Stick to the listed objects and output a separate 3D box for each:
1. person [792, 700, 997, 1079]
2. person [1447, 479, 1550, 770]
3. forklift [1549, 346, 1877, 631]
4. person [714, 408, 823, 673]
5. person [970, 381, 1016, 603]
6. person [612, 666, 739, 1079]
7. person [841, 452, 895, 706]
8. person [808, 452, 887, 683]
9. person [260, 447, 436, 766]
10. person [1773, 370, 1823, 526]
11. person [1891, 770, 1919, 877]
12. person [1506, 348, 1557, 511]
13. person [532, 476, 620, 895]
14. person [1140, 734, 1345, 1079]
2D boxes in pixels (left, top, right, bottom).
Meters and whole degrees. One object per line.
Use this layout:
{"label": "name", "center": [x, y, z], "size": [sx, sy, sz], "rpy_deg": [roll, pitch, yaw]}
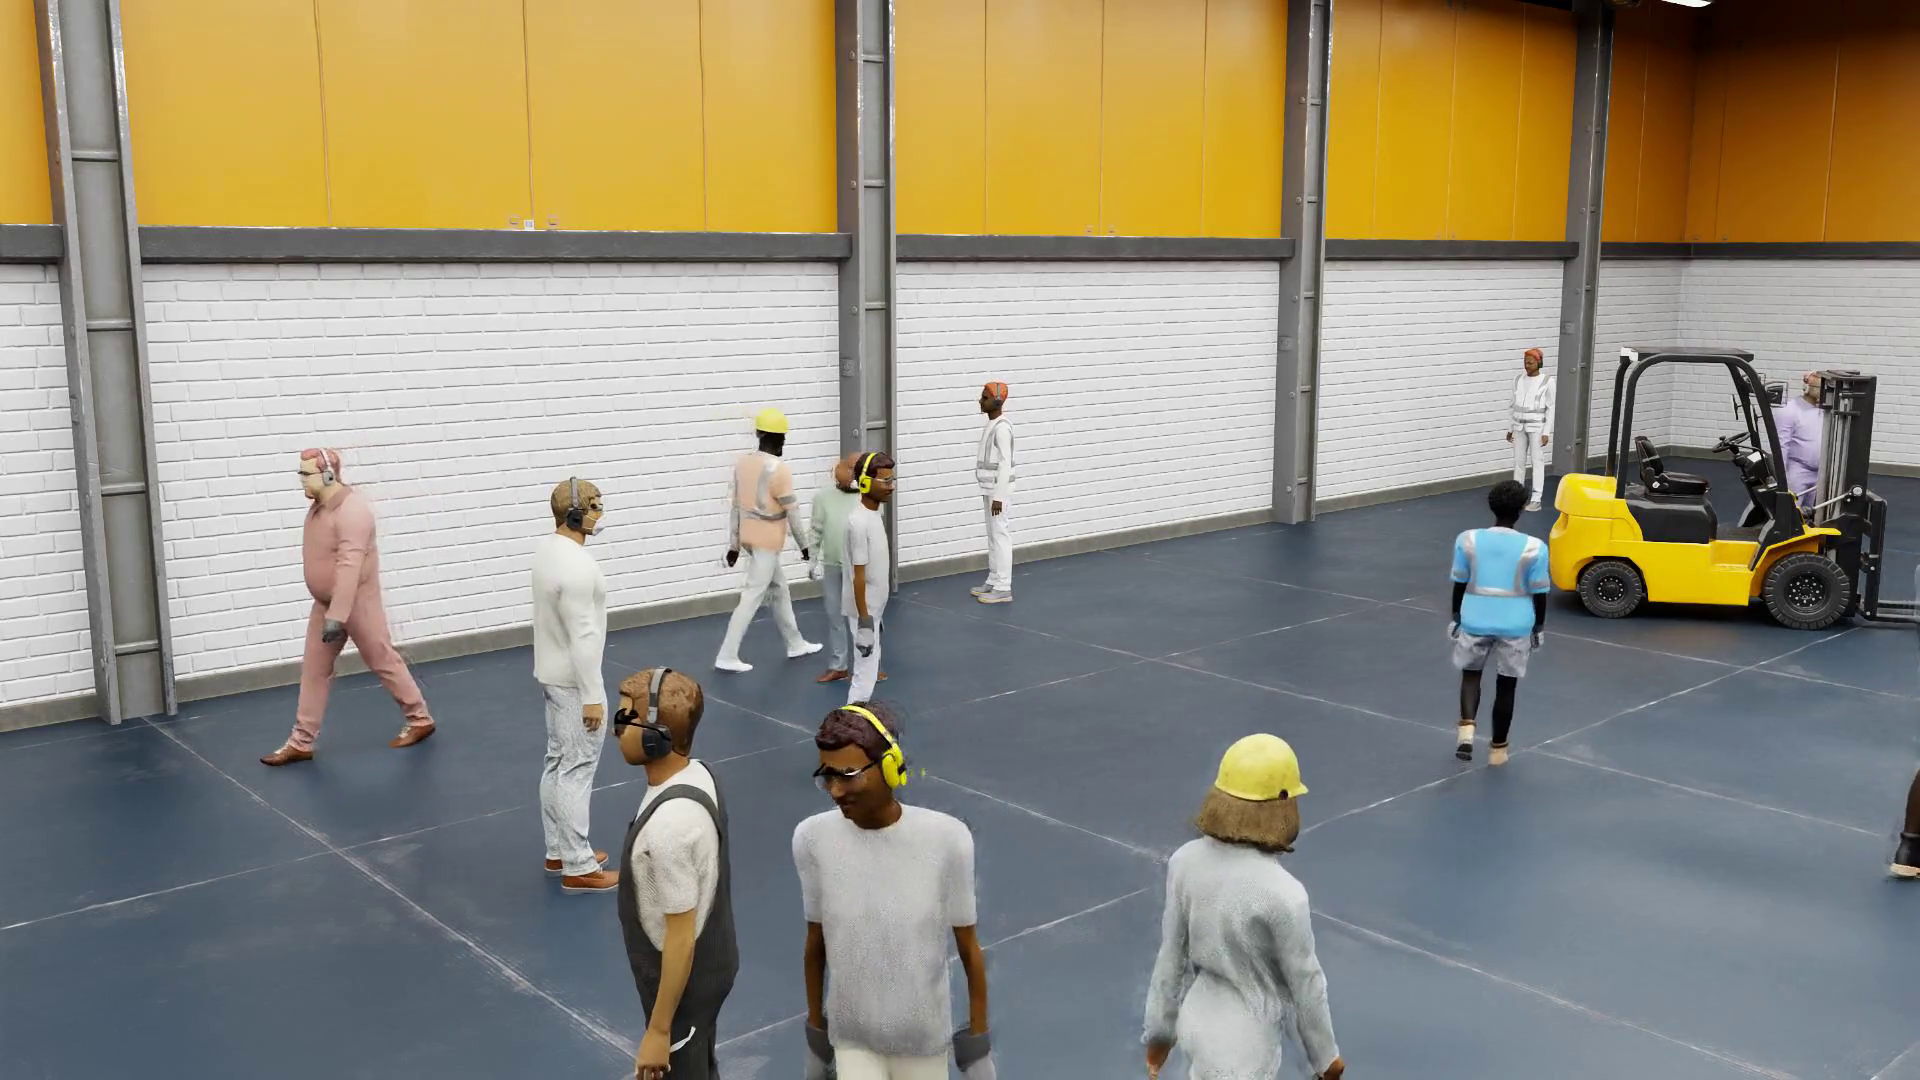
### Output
{"label": "person", "center": [-0.164, 1.291, 4.403], "size": [0.549, 1.832, 0.785], "rpy_deg": [2, 10, 10]}
{"label": "person", "center": [3.062, 0.492, 9.479], "size": [0.560, 1.685, 0.380], "rpy_deg": [5, 11, 27]}
{"label": "forklift", "center": [6.109, -0.478, 13.691], "size": [2.313, 2.155, 1.214], "rpy_deg": [3, 10, 16]}
{"label": "person", "center": [-1.394, -0.002, 11.860], "size": [0.967, 1.873, 0.578], "rpy_deg": [-7, 12, -35]}
{"label": "person", "center": [0.292, -0.410, 14.202], "size": [0.354, 1.884, 0.576], "rpy_deg": [-2, 10, -10]}
{"label": "person", "center": [-0.789, 1.249, 4.599], "size": [0.343, 1.847, 0.507], "rpy_deg": [0, 10, -1]}
{"label": "person", "center": [-0.507, 0.434, 9.314], "size": [0.313, 1.864, 0.530], "rpy_deg": [1, 10, 3]}
{"label": "person", "center": [-0.759, 0.194, 11.468], "size": [0.575, 1.617, 0.350], "rpy_deg": [3, 10, 16]}
{"label": "person", "center": [-3.593, 0.368, 9.759], "size": [0.634, 1.856, 1.001], "rpy_deg": [8, 13, 41]}
{"label": "person", "center": [7.792, -0.607, 15.294], "size": [0.651, 1.904, 0.403], "rpy_deg": [-2, 10, -12]}
{"label": "person", "center": [4.843, 0.659, 7.860], "size": [0.997, 1.916, 0.620], "rpy_deg": [-5, 11, -25]}
{"label": "person", "center": [6.591, -1.275, 19.267], "size": [0.355, 1.884, 0.575], "rpy_deg": [-7, 12, -37]}
{"label": "person", "center": [-1.793, 0.667, 7.732], "size": [0.352, 1.937, 0.635], "rpy_deg": [-5, 11, -27]}
{"label": "person", "center": [0.755, 1.350, 4.455], "size": [0.886, 1.687, 0.476], "rpy_deg": [-5, 11, -26]}
